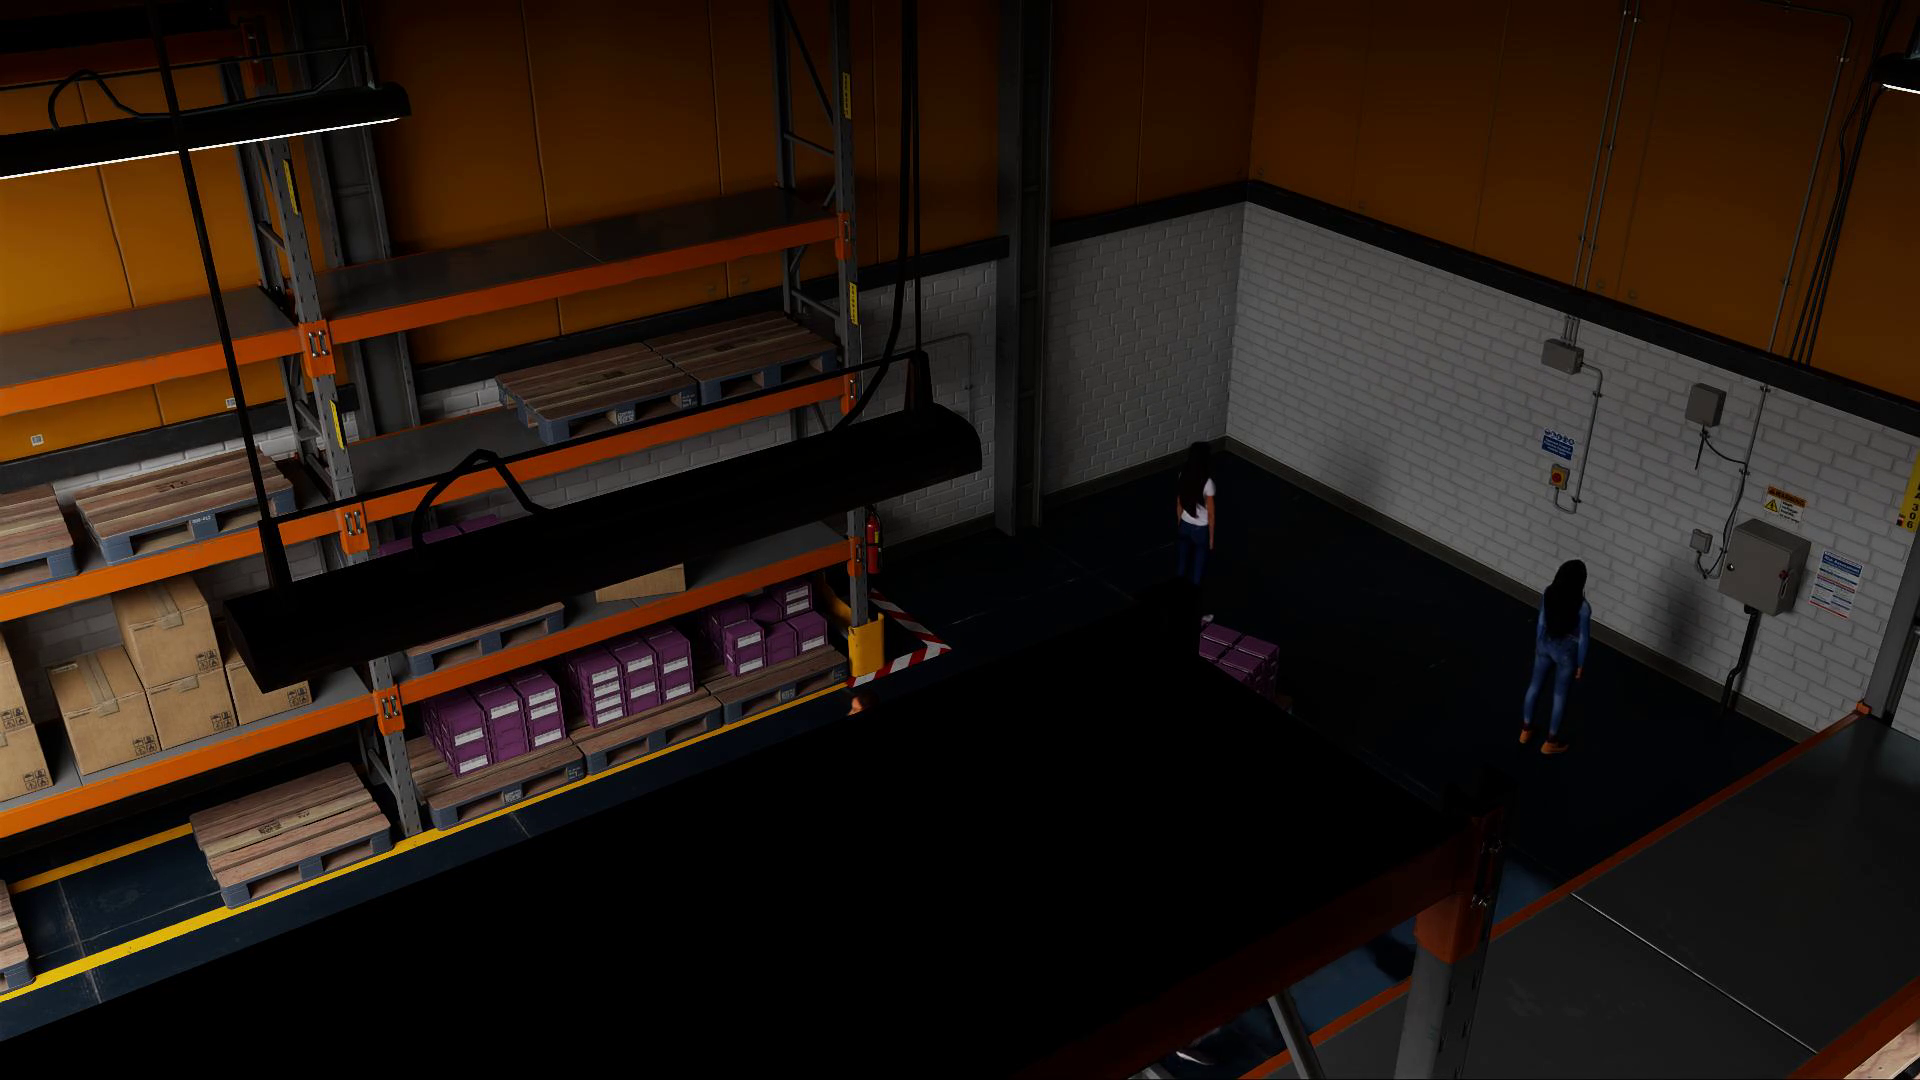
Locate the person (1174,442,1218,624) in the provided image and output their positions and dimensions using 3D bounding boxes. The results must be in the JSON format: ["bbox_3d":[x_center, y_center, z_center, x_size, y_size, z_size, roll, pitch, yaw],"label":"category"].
[{"bbox_3d":[2.097,-0.057,14.884,0.528,1.774,0.600,-21,35,-34],"label":"person"}]

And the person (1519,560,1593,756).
[{"bbox_3d":[4.732,0.912,13.172,0.506,1.713,0.598,-20,34,-32],"label":"person"}]
